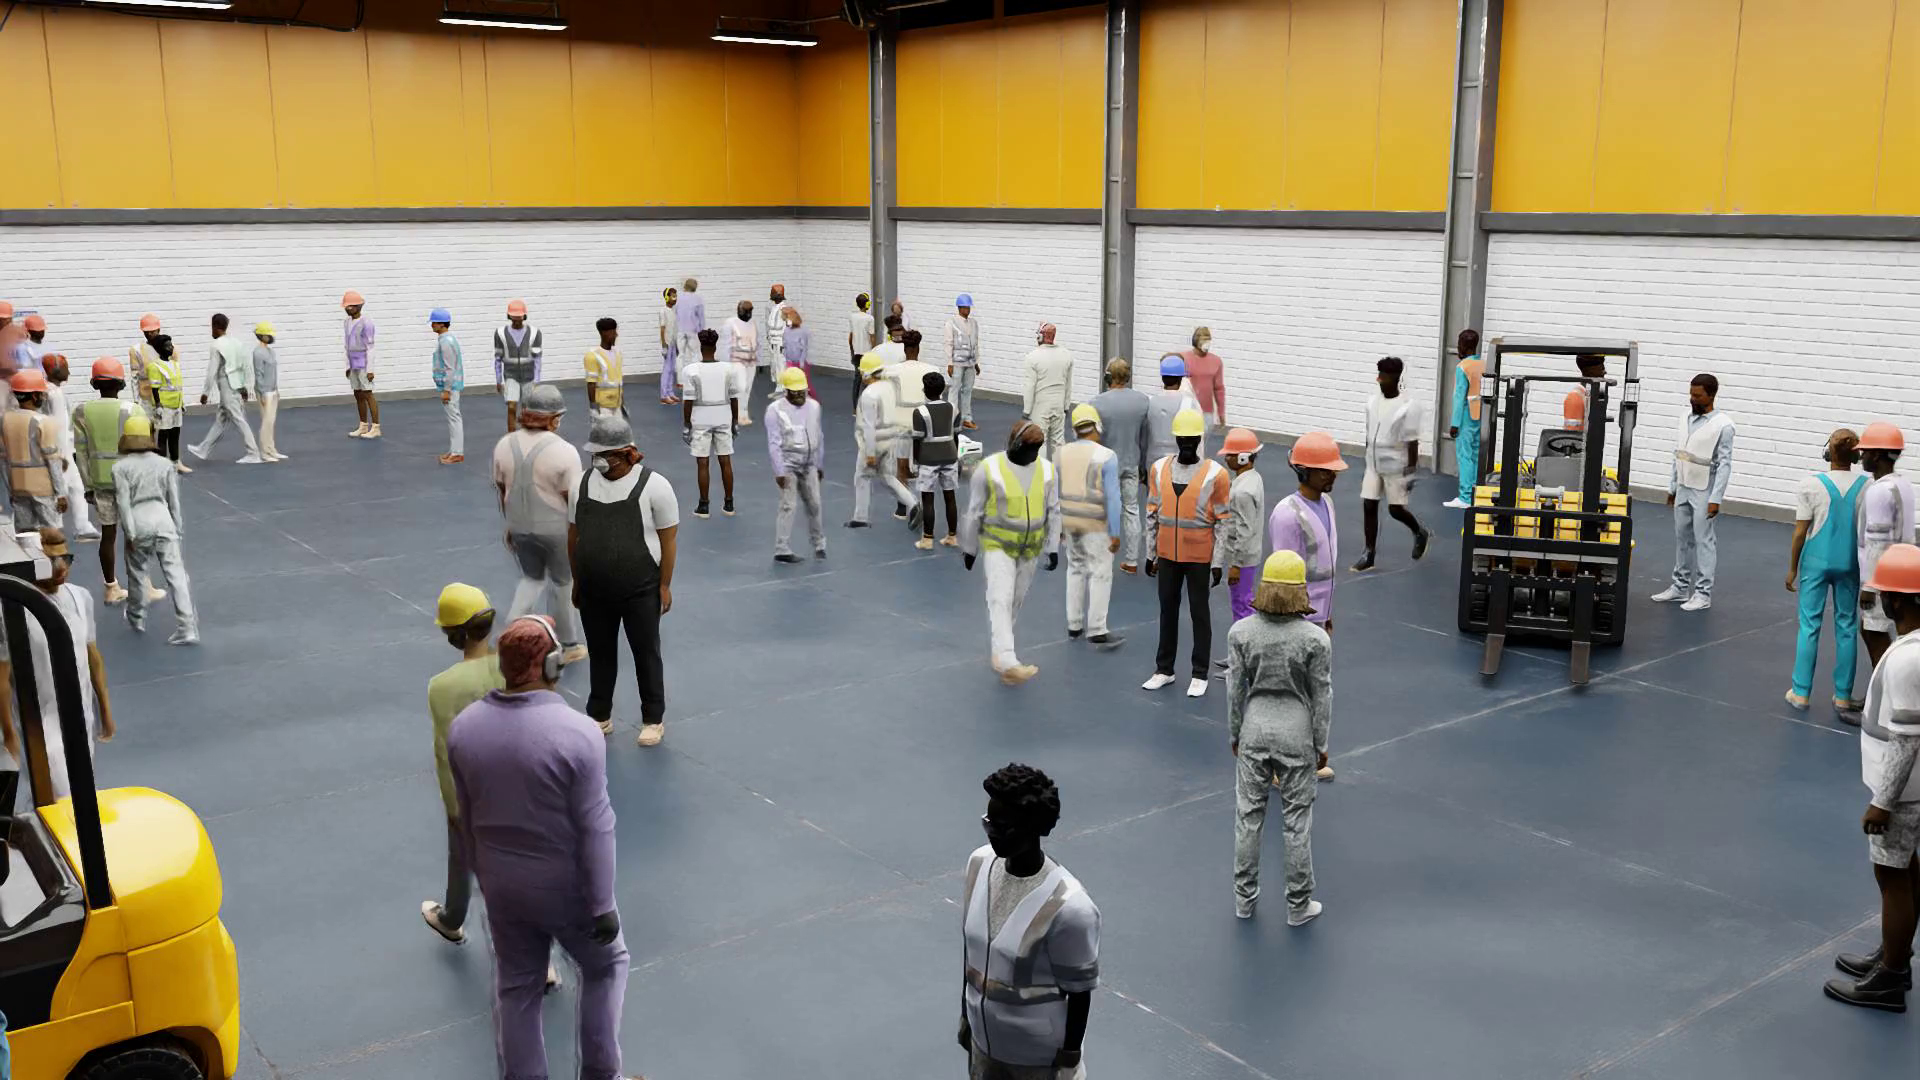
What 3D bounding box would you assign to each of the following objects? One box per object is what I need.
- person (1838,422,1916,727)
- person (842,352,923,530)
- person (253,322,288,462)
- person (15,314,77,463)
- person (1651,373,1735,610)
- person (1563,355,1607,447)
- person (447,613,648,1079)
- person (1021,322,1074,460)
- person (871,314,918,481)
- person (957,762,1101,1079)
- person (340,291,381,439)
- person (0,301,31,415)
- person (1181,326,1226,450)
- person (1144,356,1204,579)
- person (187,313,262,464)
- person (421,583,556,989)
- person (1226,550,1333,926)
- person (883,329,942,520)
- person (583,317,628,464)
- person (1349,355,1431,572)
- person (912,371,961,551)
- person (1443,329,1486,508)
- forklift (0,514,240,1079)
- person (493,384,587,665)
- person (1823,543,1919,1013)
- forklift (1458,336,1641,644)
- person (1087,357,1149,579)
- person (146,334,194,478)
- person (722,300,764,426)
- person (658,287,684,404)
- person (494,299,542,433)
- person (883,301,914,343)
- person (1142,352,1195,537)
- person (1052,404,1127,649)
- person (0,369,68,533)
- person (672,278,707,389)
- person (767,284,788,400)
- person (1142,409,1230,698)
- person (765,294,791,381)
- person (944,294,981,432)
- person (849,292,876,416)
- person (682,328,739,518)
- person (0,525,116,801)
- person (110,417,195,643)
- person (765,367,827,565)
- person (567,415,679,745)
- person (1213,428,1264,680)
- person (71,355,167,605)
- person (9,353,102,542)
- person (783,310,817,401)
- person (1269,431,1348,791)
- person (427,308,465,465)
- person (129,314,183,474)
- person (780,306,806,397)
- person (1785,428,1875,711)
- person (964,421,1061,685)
[{"bbox_3d":[5.765,0.223,10.485,0.463,1.918,0.548,11,16,42],"label":"person"},{"bbox_3d":[-0.763,-0.961,16.477,0.810,1.804,0.594,6,13,25],"label":"person"},{"bbox_3d":[-8.687,-1.862,20.946,0.360,1.759,0.531,0,12,-2],"label":"person"},{"bbox_3d":[-11.410,-1.870,20.674,1.037,1.869,0.565,3,12,15],"label":"person"},{"bbox_3d":[5.969,-0.396,13.448,0.391,1.918,0.593,-3,12,-16],"label":"person"},{"bbox_3d":[5.625,-0.745,15.012,0.361,1.965,0.613,9,14,36],"label":"person"},{"bbox_3d":[-1.426,1.172,5.917,0.681,1.891,0.608,5,13,21],"label":"person"},{"bbox_3d":[0.969,-1.516,18.871,0.642,1.913,0.408,-8,14,-33],"label":"person"},{"bbox_3d":[-0.744,-1.660,19.456,0.629,1.958,0.401,5,13,23],"label":"person"},{"bbox_3d":[0.181,1.477,4.940,0.318,1.696,0.537,-10,16,-41],"label":"person"},{"bbox_3d":[-8.259,-2.395,22.836,0.602,2.035,0.406,10,15,39],"label":"person"},{"bbox_3d":[-12.388,-2.135,21.703,0.663,1.976,0.467,2,12,10],"label":"person"},{"bbox_3d":[2.643,-1.344,18.008,0.655,1.921,0.668,-7,13,-29],"label":"person"},{"bbox_3d":[1.837,-0.630,14.501,0.605,1.948,0.384,6,13,28],"label":"person"},{"bbox_3d":[-9.239,-1.876,20.717,0.977,1.860,0.590,-1,12,-3],"label":"person"},{"bbox_3d":[-2.033,1.018,7.110,0.534,1.712,0.942,-10,16,-41],"label":"person"},{"bbox_3d":[1.460,0.901,7.617,0.485,1.740,0.304,5,13,24],"label":"person"},{"bbox_3d":[-0.491,-1.187,17.153,0.614,1.962,0.365,-1,12,-7],"label":"person"},{"bbox_3d":[-4.021,-1.561,18.956,0.364,1.962,0.614,5,13,23],"label":"person"},{"bbox_3d":[3.869,-0.681,14.791,0.777,1.946,0.610,-8,14,-34],"label":"person"},{"bbox_3d":[-0.223,-0.738,15.651,0.534,1.694,0.320,-7,14,-31],"label":"person"},{"bbox_3d":[5.463,-1.295,17.828,0.387,1.908,0.584,9,15,38],"label":"person"},{"bbox_3d":[-3.687,1.115,5.480,2.313,2.155,1.214,-9,15,-36],"label":"forklift"},{"bbox_3d":[-2.909,-0.096,11.699,0.700,2.000,0.615,5,13,22],"label":"person"},{"bbox_3d":[3.816,0.971,6.804,0.376,1.934,0.547,10,15,39],"label":"person"},{"bbox_3d":[4.683,-0.471,13.136,1.214,2.155,2.313,4,12,20],"label":"forklift"},{"bbox_3d":[1.364,-0.624,14.494,0.632,1.940,0.372,-5,13,-23],"label":"person"},{"bbox_3d":[-9.409,-1.597,19.777,0.318,1.700,0.535,2,12,8],"label":"person"},{"bbox_3d":[-3.095,-2.557,24.111,0.582,1.820,0.645,11,16,43],"label":"person"},{"bbox_3d":[-4.659,-3.121,26.737,0.310,1.864,0.534,3,12,13],"label":"person"},{"bbox_3d":[-5.619,-2.058,21.230,0.600,2.012,0.770,-3,12,-16],"label":"person"},{"bbox_3d":[-1.019,-3.170,27.614,0.531,1.605,0.603,-2,12,-10],"label":"person"},{"bbox_3d":[2.045,-0.924,16.216,0.483,1.825,0.642,-1,12,-4],"label":"person"},{"bbox_3d":[0.974,-0.110,12.407,0.704,1.791,0.469,11,16,44],"label":"person"},{"bbox_3d":[-7.492,-0.421,13.519,0.551,1.934,0.373,3,12,15],"label":"person"},{"bbox_3d":[-4.704,-3.545,28.703,0.685,1.905,0.412,0,12,-1],"label":"person"},{"bbox_3d":[-2.967,-3.243,27.282,0.355,1.883,0.574,-5,13,-21],"label":"person"},{"bbox_3d":[1.501,0.082,11.109,0.590,1.930,0.354,7,14,31],"label":"person"},{"bbox_3d":[-3.258,-3.721,29.951,0.483,1.735,0.311,0,12,0],"label":"person"},{"bbox_3d":[0.038,-2.515,23.601,0.605,1.951,0.380,-10,16,-41],"label":"person"},{"bbox_3d":[-1.446,-2.793,25.138,0.526,1.871,0.324,8,14,35],"label":"person"},{"bbox_3d":[-2.589,-1.214,17.279,0.613,1.963,0.361,-5,13,-25],"label":"person"},{"bbox_3d":[-4.163,0.834,7.703,0.400,1.835,0.537,4,13,21],"label":"person"},{"bbox_3d":[-6.084,-0.080,12.505,0.969,1.678,0.488,10,15,40],"label":"person"},{"bbox_3d":[-1.469,-0.671,15.039,0.622,1.811,0.417,-10,15,-40],"label":"person"},{"bbox_3d":[-2.066,0.246,10.046,0.684,2.000,0.535,2,12,11],"label":"person"},{"bbox_3d":[1.922,0.093,11.484,0.330,1.750,0.563,2,12,11],"label":"person"},{"bbox_3d":[-6.836,-0.478,13.536,0.615,2.043,0.373,0,12,2],"label":"person"},{"bbox_3d":[-8.649,-0.847,15.790,0.854,1.857,0.581,-9,15,-38],"label":"person"},{"bbox_3d":[-2.481,-2.722,25.452,0.497,1.596,0.830,7,14,30],"label":"person"},{"bbox_3d":[1.947,0.402,9.286,0.383,2.041,0.616,8,14,33],"label":"person"},{"bbox_3d":[-6.365,-1.905,20.658,0.404,1.948,0.605,-3,12,-15],"label":"person"},{"bbox_3d":[-9.557,-1.723,19.809,0.551,1.934,0.373,-5,13,-23],"label":"person"},{"bbox_3d":[-2.638,-2.829,25.923,0.363,1.627,0.515,-1,12,-3],"label":"person"},{"bbox_3d":[5.639,0.196,10.765,0.516,1.843,0.327,3,12,16],"label":"person"},{"bbox_3d":[0.410,0.083,11.447,0.653,1.789,0.841,-5,13,-25],"label":"person"}]
